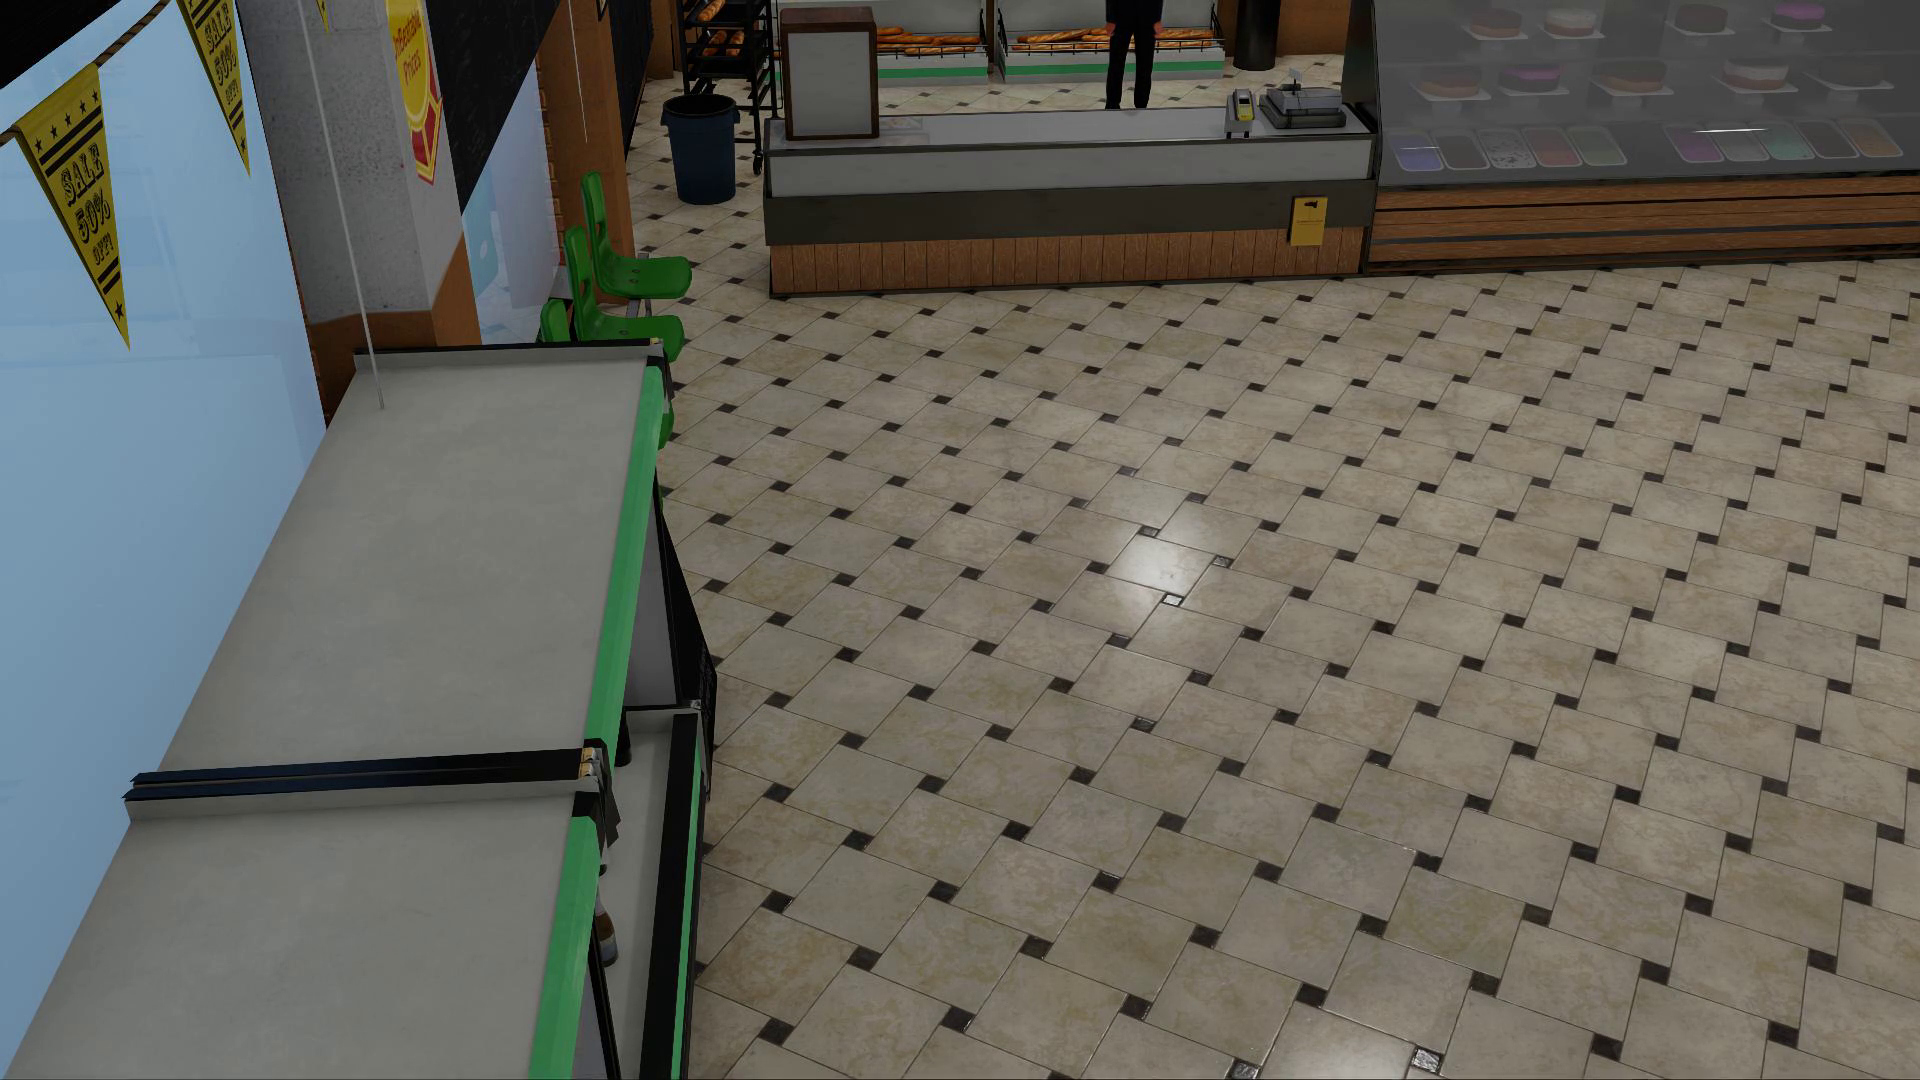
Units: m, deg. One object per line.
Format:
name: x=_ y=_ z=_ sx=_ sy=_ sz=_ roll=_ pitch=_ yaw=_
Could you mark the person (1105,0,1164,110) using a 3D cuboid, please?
person: x=1.415 y=-4.247 z=13.479 sx=0.614 sy=1.868 sz=0.569 roll=-3 pitch=32 yaw=-5
